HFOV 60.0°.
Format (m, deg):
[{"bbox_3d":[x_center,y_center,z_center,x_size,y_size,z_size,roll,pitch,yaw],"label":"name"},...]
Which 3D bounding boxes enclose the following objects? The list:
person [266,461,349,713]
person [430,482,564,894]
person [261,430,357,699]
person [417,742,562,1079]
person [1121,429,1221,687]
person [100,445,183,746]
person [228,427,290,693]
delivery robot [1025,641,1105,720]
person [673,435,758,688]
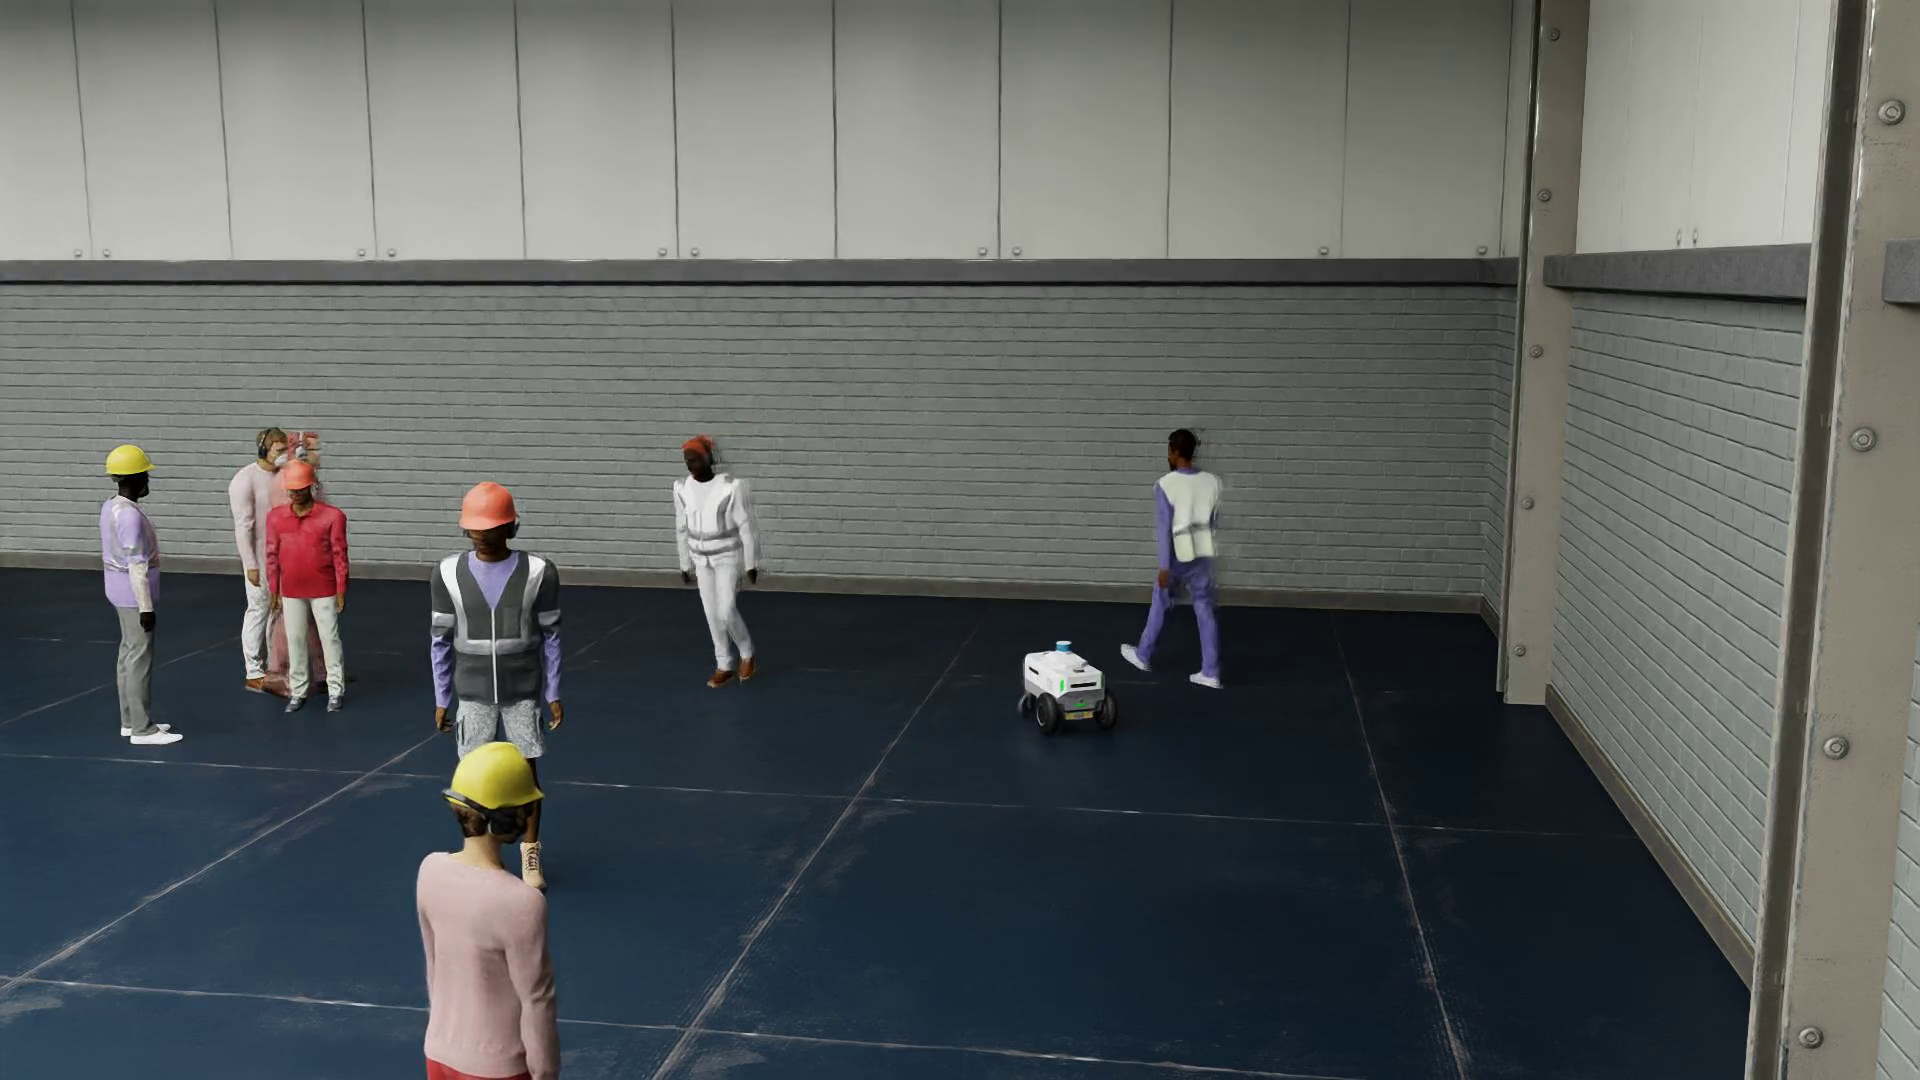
[{"bbox_3d":[-4.481,0.321,11.420,0.563,1.746,0.348,0,9,-2],"label":"person"},{"bbox_3d":[-2.222,0.728,8.007,0.613,2.039,0.393,-2,9,-10],"label":"person"},{"bbox_3d":[-4.734,0.154,11.991,0.501,1.910,0.763,0,9,0],"label":"person"},{"bbox_3d":[-1.284,1.423,4.611,0.519,1.758,0.348,7,11,36],"label":"person"},{"bbox_3d":[1.619,0.111,12.331,0.619,1.863,0.989,-6,11,-34],"label":"person"},{"bbox_3d":[-5.274,0.353,10.656,0.352,1.929,0.594,-7,11,-36],"label":"person"},{"bbox_3d":[-4.968,0.141,12.010,0.389,1.925,0.624,3,10,20],"label":"person"},{"bbox_3d":[0.693,0.918,11.117,0.477,0.478,0.707,-3,10,-18],"label":"delivery robot"},{"bbox_3d":[-1.781,0.164,12.046,0.581,1.859,0.489,4,10,25],"label":"person"}]
